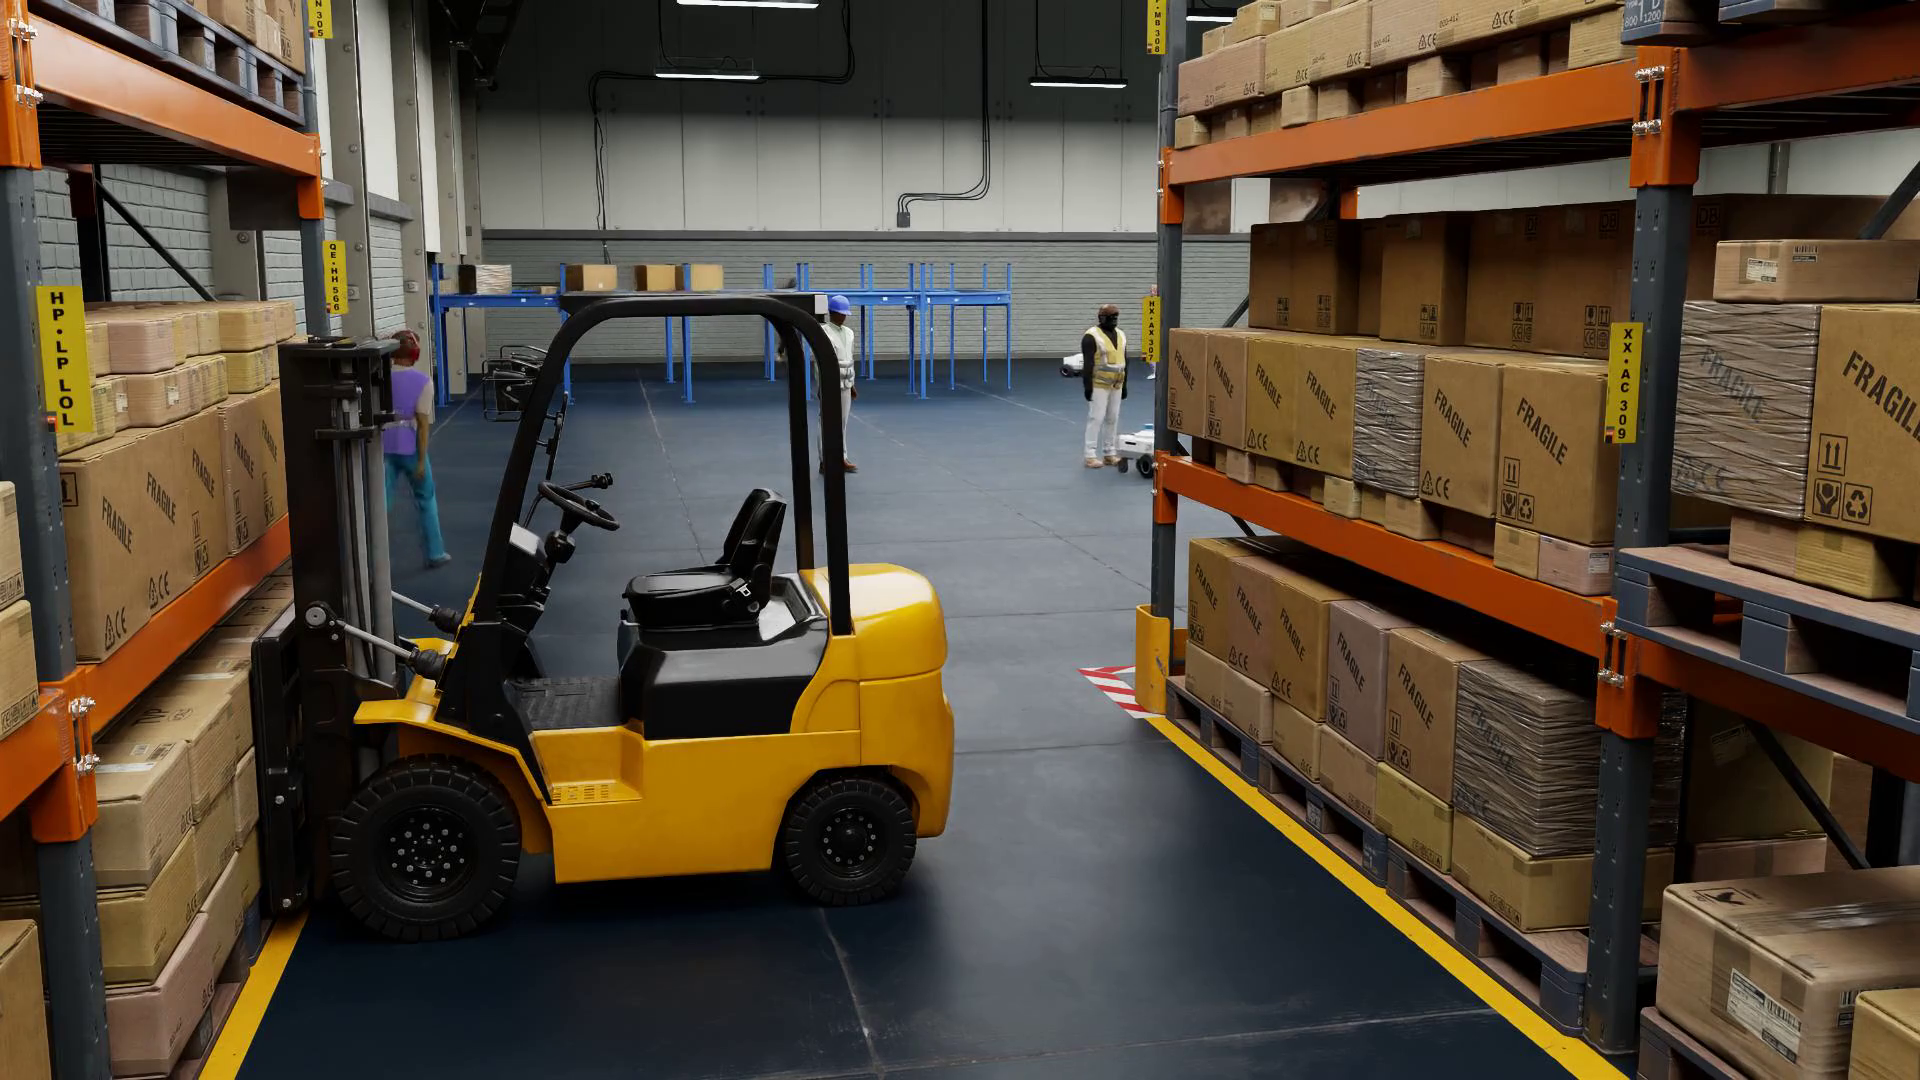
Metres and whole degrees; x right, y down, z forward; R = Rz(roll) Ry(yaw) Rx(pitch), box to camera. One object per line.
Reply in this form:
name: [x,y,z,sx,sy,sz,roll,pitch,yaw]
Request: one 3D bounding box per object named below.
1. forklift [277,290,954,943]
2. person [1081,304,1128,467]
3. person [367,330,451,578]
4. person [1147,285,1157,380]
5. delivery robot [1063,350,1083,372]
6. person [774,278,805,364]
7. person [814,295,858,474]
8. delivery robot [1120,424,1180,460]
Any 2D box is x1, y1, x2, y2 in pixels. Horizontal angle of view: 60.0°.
forklift: [-1.179,0.175,6.143,2.313,2.155,1.214,-2,10,-12]
person: [1.656,-1.747,18.828,0.631,1.833,0.431,-8,12,-41]
person: [-4.102,-0.634,12.171,0.565,1.802,0.978,2,9,9]
person: [3.970,-4.196,33.665,0.485,1.895,0.707,6,11,34]
delivery robot: [2.492,-3.653,34.174,0.707,0.478,0.477,5,11,30]
person: [-3.952,-5.044,38.424,0.784,2.000,0.684,2,9,10]
person: [-1.361,-1.706,18.251,0.394,1.942,0.601,7,12,37]
delivery robot: [2.063,-1.022,18.122,0.477,0.478,0.707,-6,11,-34]
